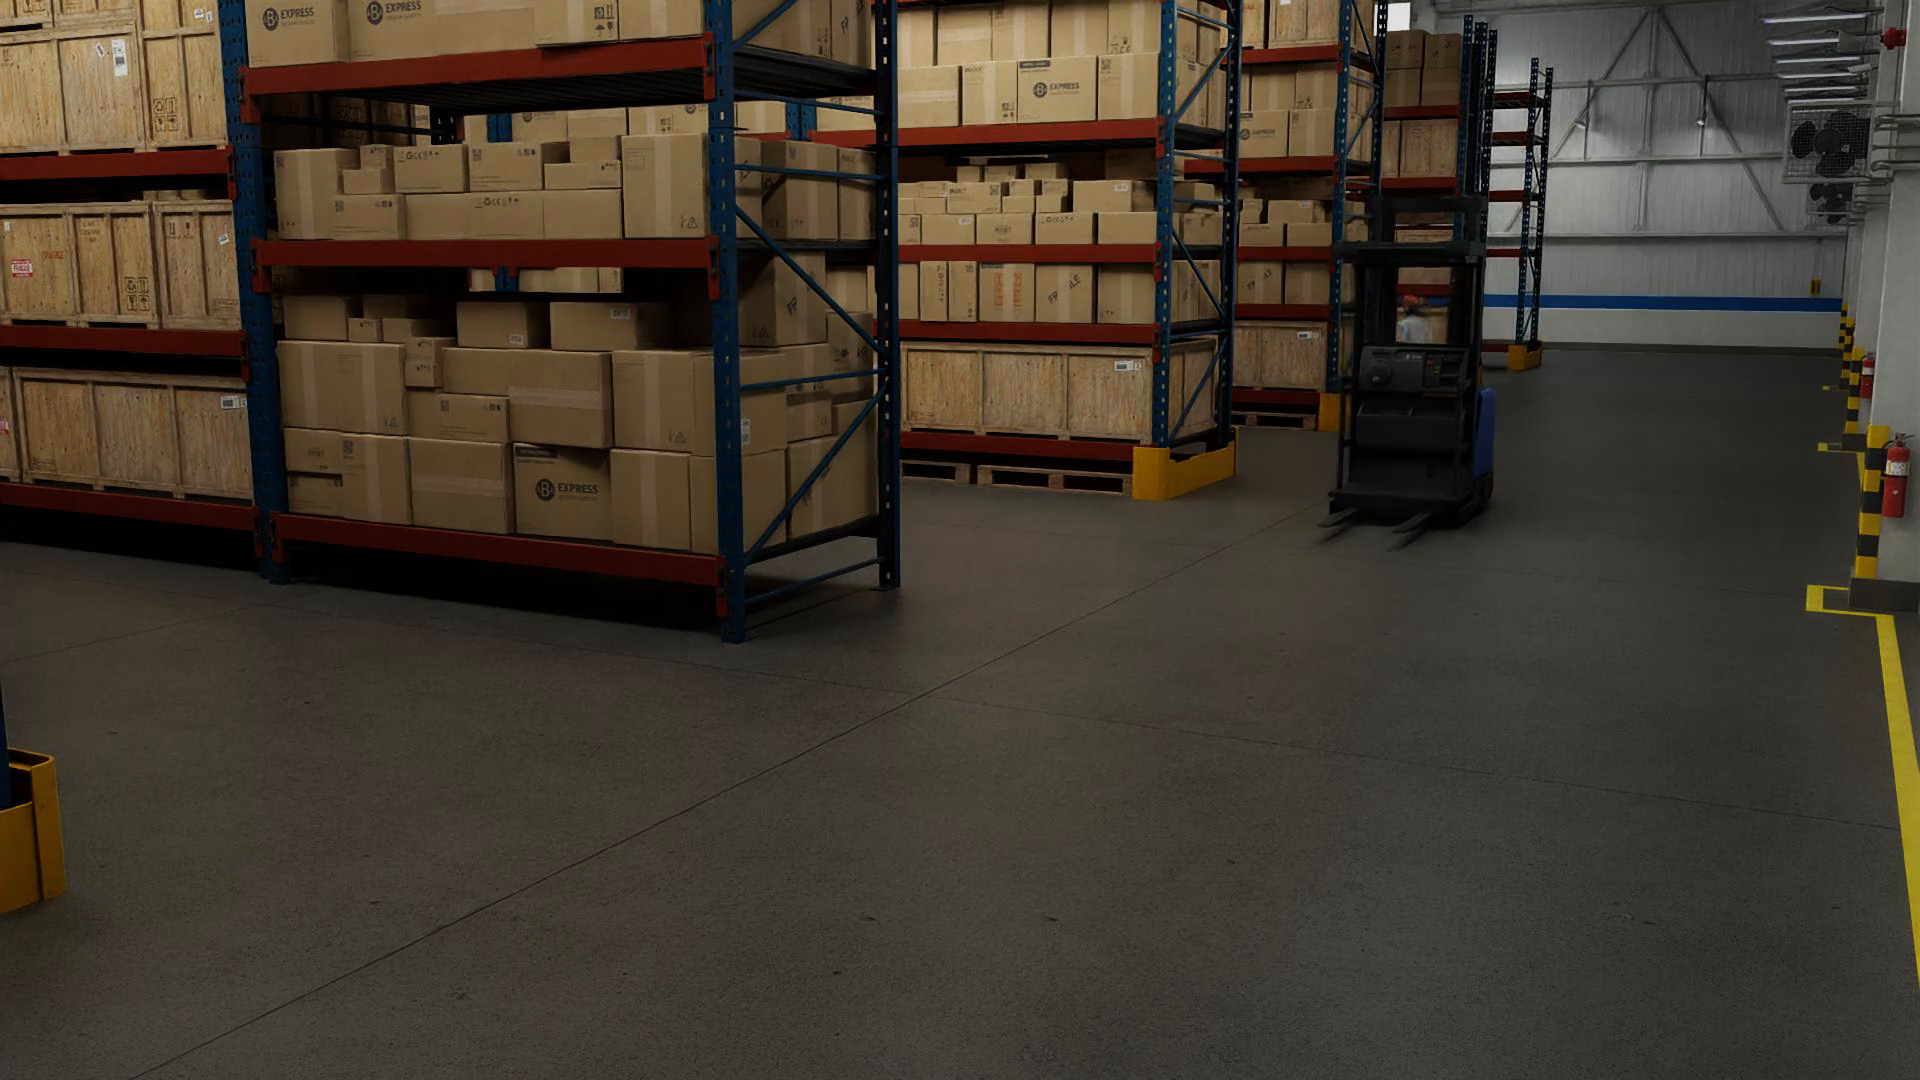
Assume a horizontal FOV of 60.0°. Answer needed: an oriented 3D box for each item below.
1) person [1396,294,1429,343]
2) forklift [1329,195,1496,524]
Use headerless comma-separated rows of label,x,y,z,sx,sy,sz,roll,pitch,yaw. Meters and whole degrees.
person,6.530,-2.673,23.995,0.572,1.734,0.523,-4,11,-23
forklift,4.166,-1.675,14.943,1.129,2.768,1.873,5,11,27
